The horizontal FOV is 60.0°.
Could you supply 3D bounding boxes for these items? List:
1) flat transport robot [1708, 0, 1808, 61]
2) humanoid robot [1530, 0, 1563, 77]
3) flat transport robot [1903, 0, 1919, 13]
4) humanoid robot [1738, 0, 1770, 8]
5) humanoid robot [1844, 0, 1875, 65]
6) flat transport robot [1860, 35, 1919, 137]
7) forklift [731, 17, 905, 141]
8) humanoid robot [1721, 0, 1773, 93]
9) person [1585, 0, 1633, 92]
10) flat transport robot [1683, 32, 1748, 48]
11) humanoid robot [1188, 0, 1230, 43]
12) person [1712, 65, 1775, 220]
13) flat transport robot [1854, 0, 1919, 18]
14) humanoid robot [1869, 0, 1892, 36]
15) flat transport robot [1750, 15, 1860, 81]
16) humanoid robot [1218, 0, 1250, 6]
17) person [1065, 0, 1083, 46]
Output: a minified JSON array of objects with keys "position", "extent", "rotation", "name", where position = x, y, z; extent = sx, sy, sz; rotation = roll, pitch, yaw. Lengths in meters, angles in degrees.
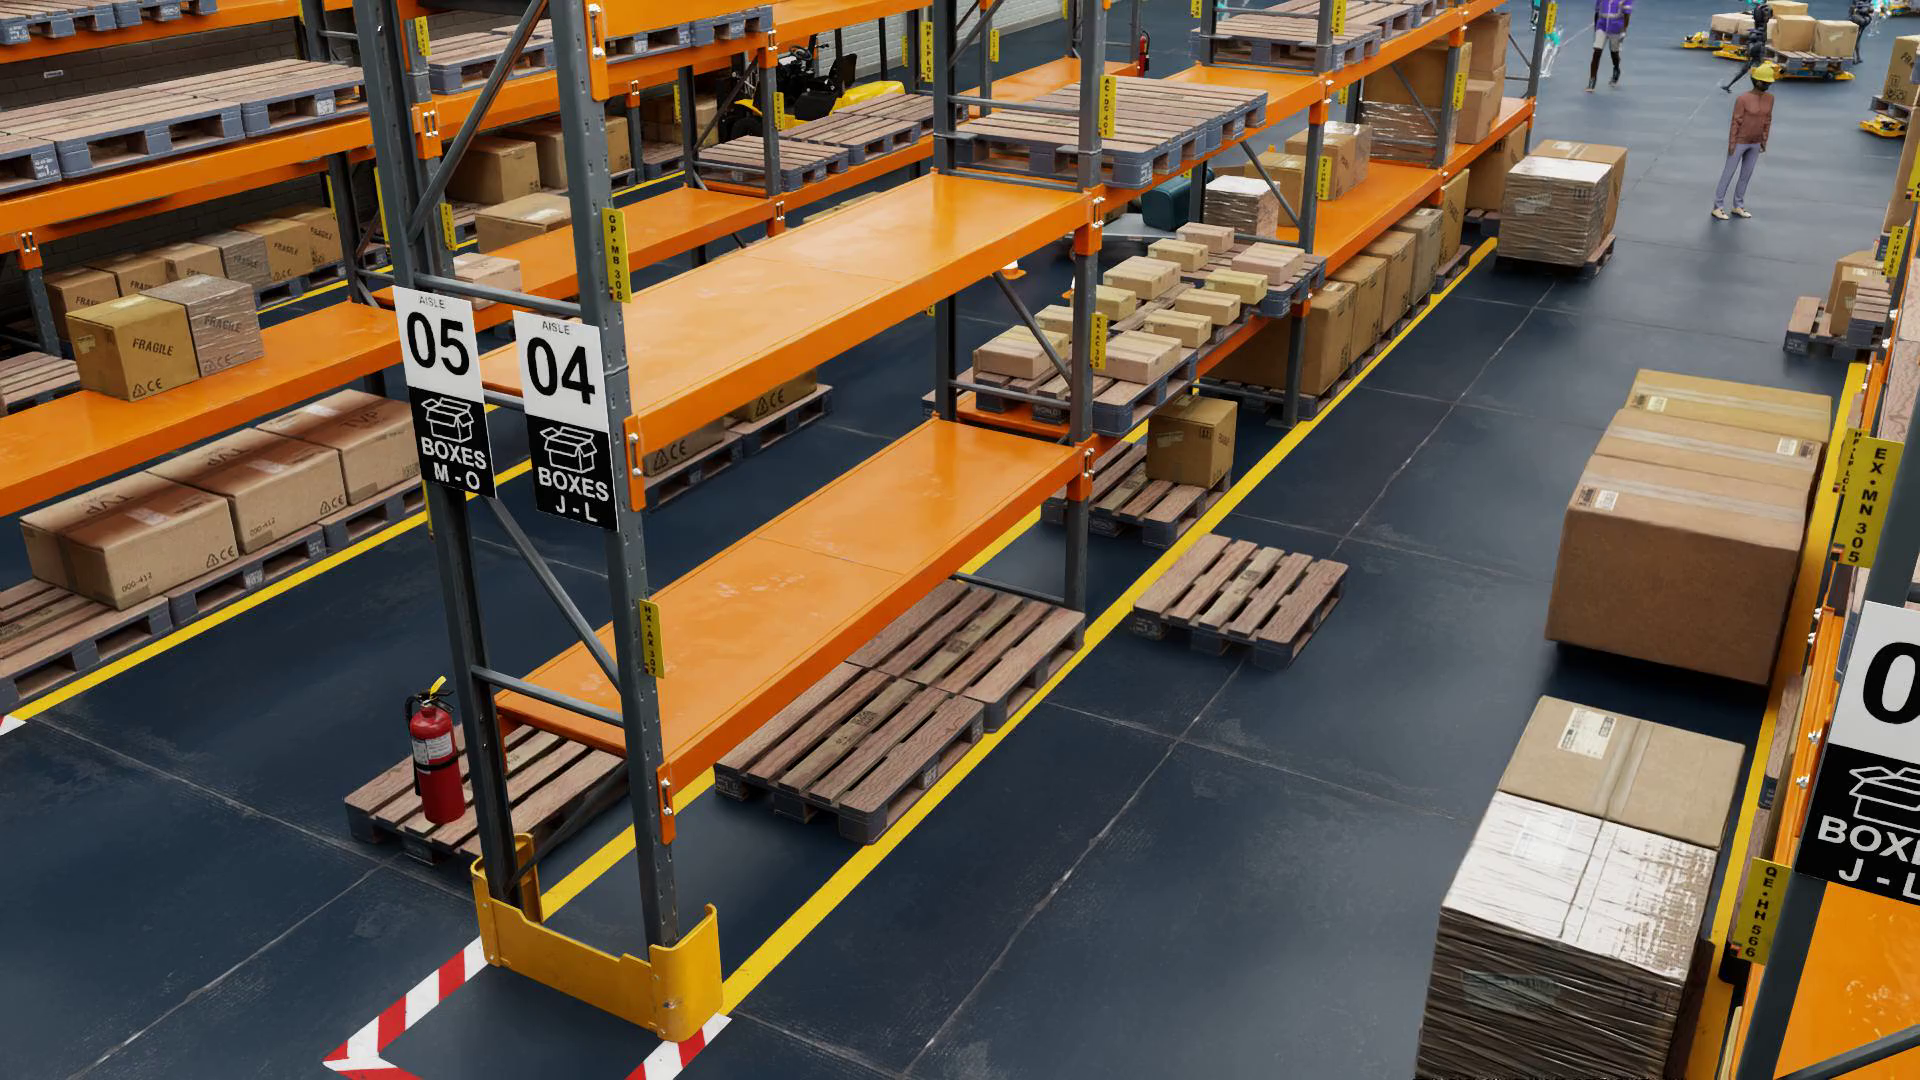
[{"position":[13.999,-8.638,29.291],"extent":[1.431,0.231,0.659],"rotation":[-12,28,-24],"name":"flat transport robot"},{"position":[9.695,-8.518,27.312],"extent":[0.732,1.748,0.538],"rotation":[-10,27,-20],"name":"humanoid robot"},{"position":[19.686,-10.642,33.454],"extent":[0.659,0.231,1.431],"rotation":[8,27,16],"name":"flat transport robot"},{"position":[14.562,-10.038,30.352],"extent":[0.735,1.677,0.533],"rotation":[-6,26,-12],"name":"humanoid robot"},{"position":[15.355,-8.943,28.329],"extent":[0.585,1.651,0.373],"rotation":[-16,30,-30],"name":"humanoid robot"},{"position":[13.619,-5.870,23.539],"extent":[1.431,0.231,0.659],"rotation":[0,26,0],"name":"flat transport robot"},{"position":[-1.819,-5.975,21.543],"extent":[2.313,2.155,1.214],"rotation":[14,29,26],"name":"forklift"},{"position":[12.425,-7.801,25.989],"extent":[0.771,1.636,0.587],"rotation":[4,26,8],"name":"humanoid robot"},{"position":[10.284,-8.094,26.252],"extent":[0.603,1.928,0.896],"rotation":[17,31,32],"name":"person"},{"position":[13.844,-8.980,30.001],"extent":[1.431,0.231,0.659],"rotation":[11,28,21],"name":"flat transport robot"},{"position":[4.596,-9.881,30.194],"extent":[0.917,1.766,0.565],"rotation":[-14,29,-26],"name":"humanoid robot"},{"position":[9.063,-4.568,19.121],"extent":[0.520,1.759,0.340],"rotation":[-7,27,-15],"name":"person"},{"position":[18.875,-10.787,33.757],"extent":[1.431,0.231,0.659],"rotation":[-13,28,-24],"name":"flat transport robot"},{"position":[17.373,-10.316,31.166],"extent":[0.530,1.832,0.792],"rotation":[-3,26,-7],"name":"humanoid robot"},{"position":[13.910,-7.750,27.446],"extent":[1.431,0.231,0.659],"rotation":[2,26,3],"name":"flat transport robot"},{"position":[5.710,-11.947,34.522],"extent":[1.002,1.780,0.534],"rotation":[-6,26,-12],"name":"humanoid robot"},{"position":[2.131,-9.888,29.985],"extent":[0.667,1.918,0.431],"rotation":[-3,26,-6],"name":"person"}]
